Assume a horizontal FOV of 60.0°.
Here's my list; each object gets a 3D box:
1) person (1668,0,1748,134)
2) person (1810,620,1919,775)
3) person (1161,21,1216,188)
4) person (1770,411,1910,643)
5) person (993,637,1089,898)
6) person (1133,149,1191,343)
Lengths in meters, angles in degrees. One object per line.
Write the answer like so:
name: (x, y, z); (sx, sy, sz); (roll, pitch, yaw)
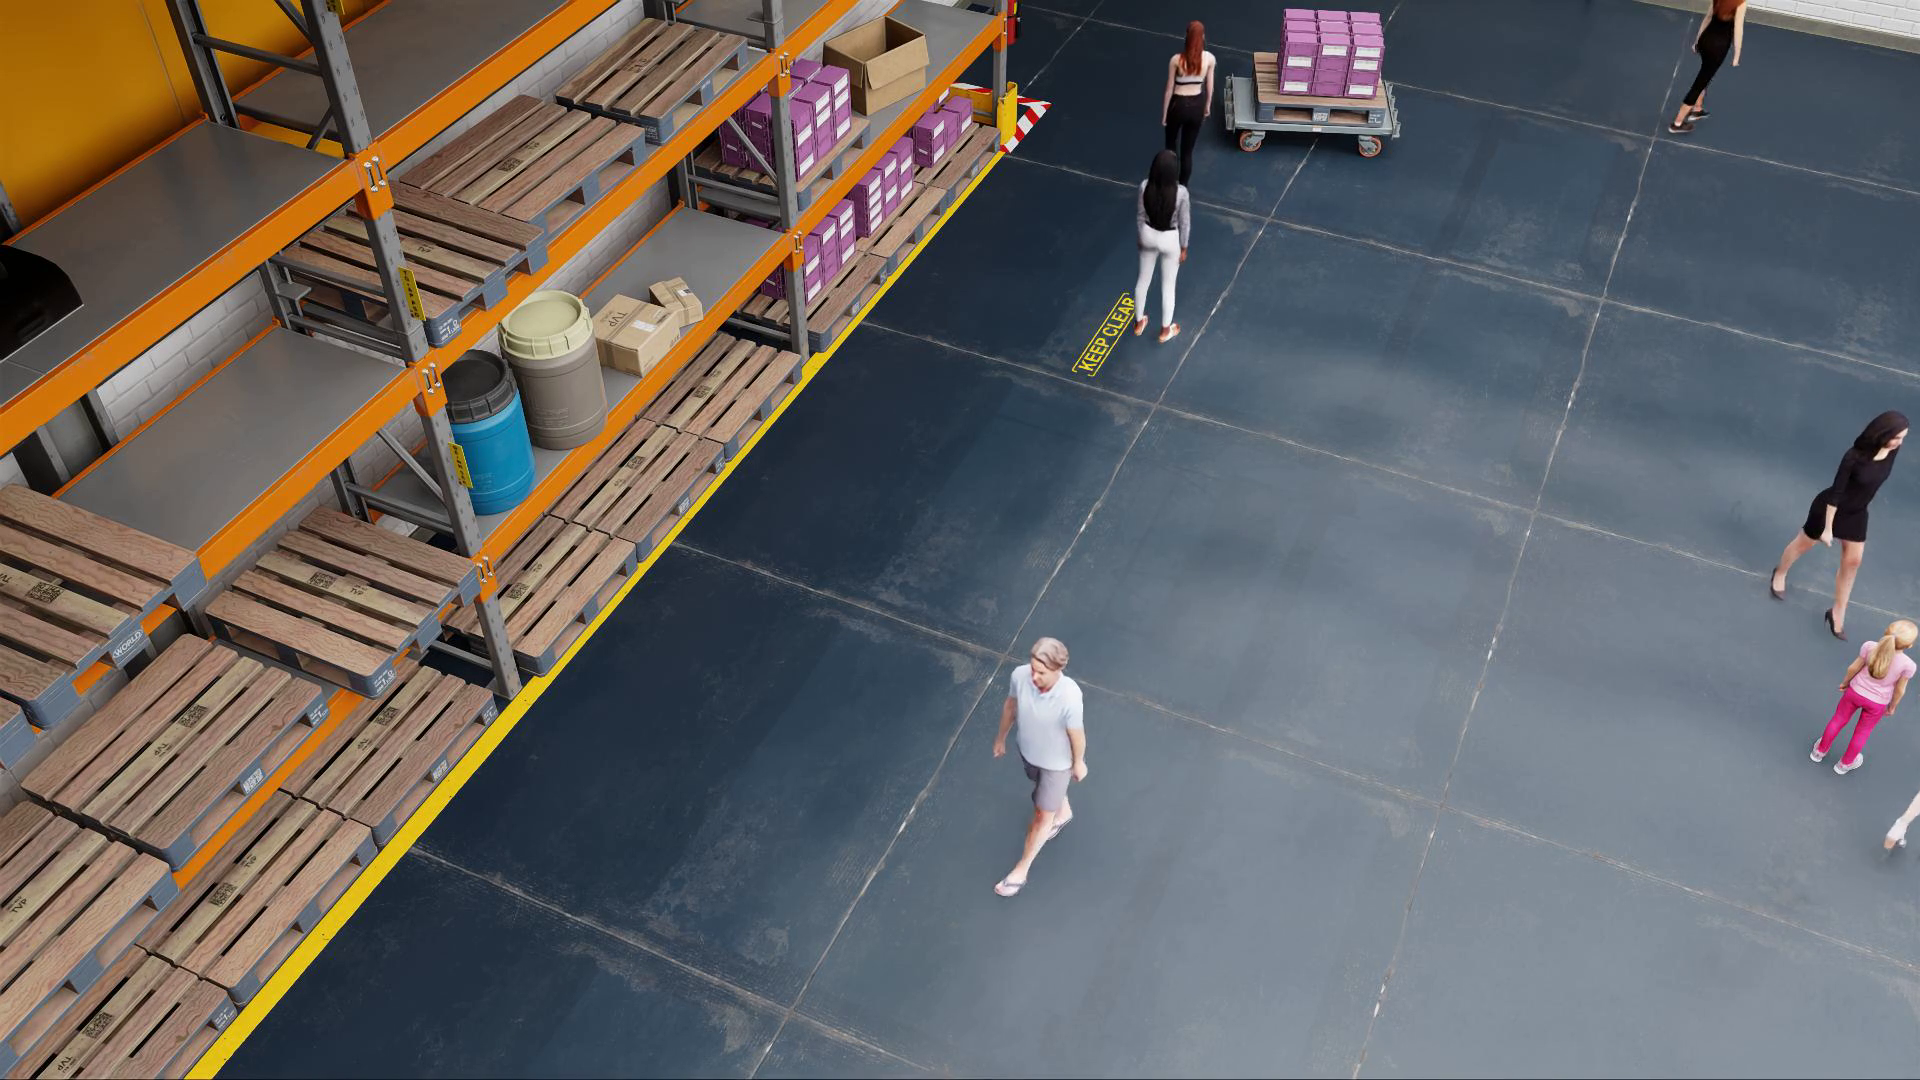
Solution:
person: (7.111, -4.685, 15.885); (0.899, 1.709, 0.846); (-12, 45, -12)
person: (5.620, 0.954, 10.283); (0.556, 1.272, 0.588); (34, 53, 30)
person: (2.040, -3.775, 14.916); (0.802, 1.728, 0.885); (-3, 44, -3)
person: (5.824, -0.220, 11.151); (0.921, 1.774, 1.031); (-8, 44, -8)
person: (0.568, 1.177, 9.663); (0.918, 1.803, 1.145); (34, 53, 30)
person: (1.622, -2.400, 13.476); (0.590, 1.723, 0.492); (19, 47, 19)
